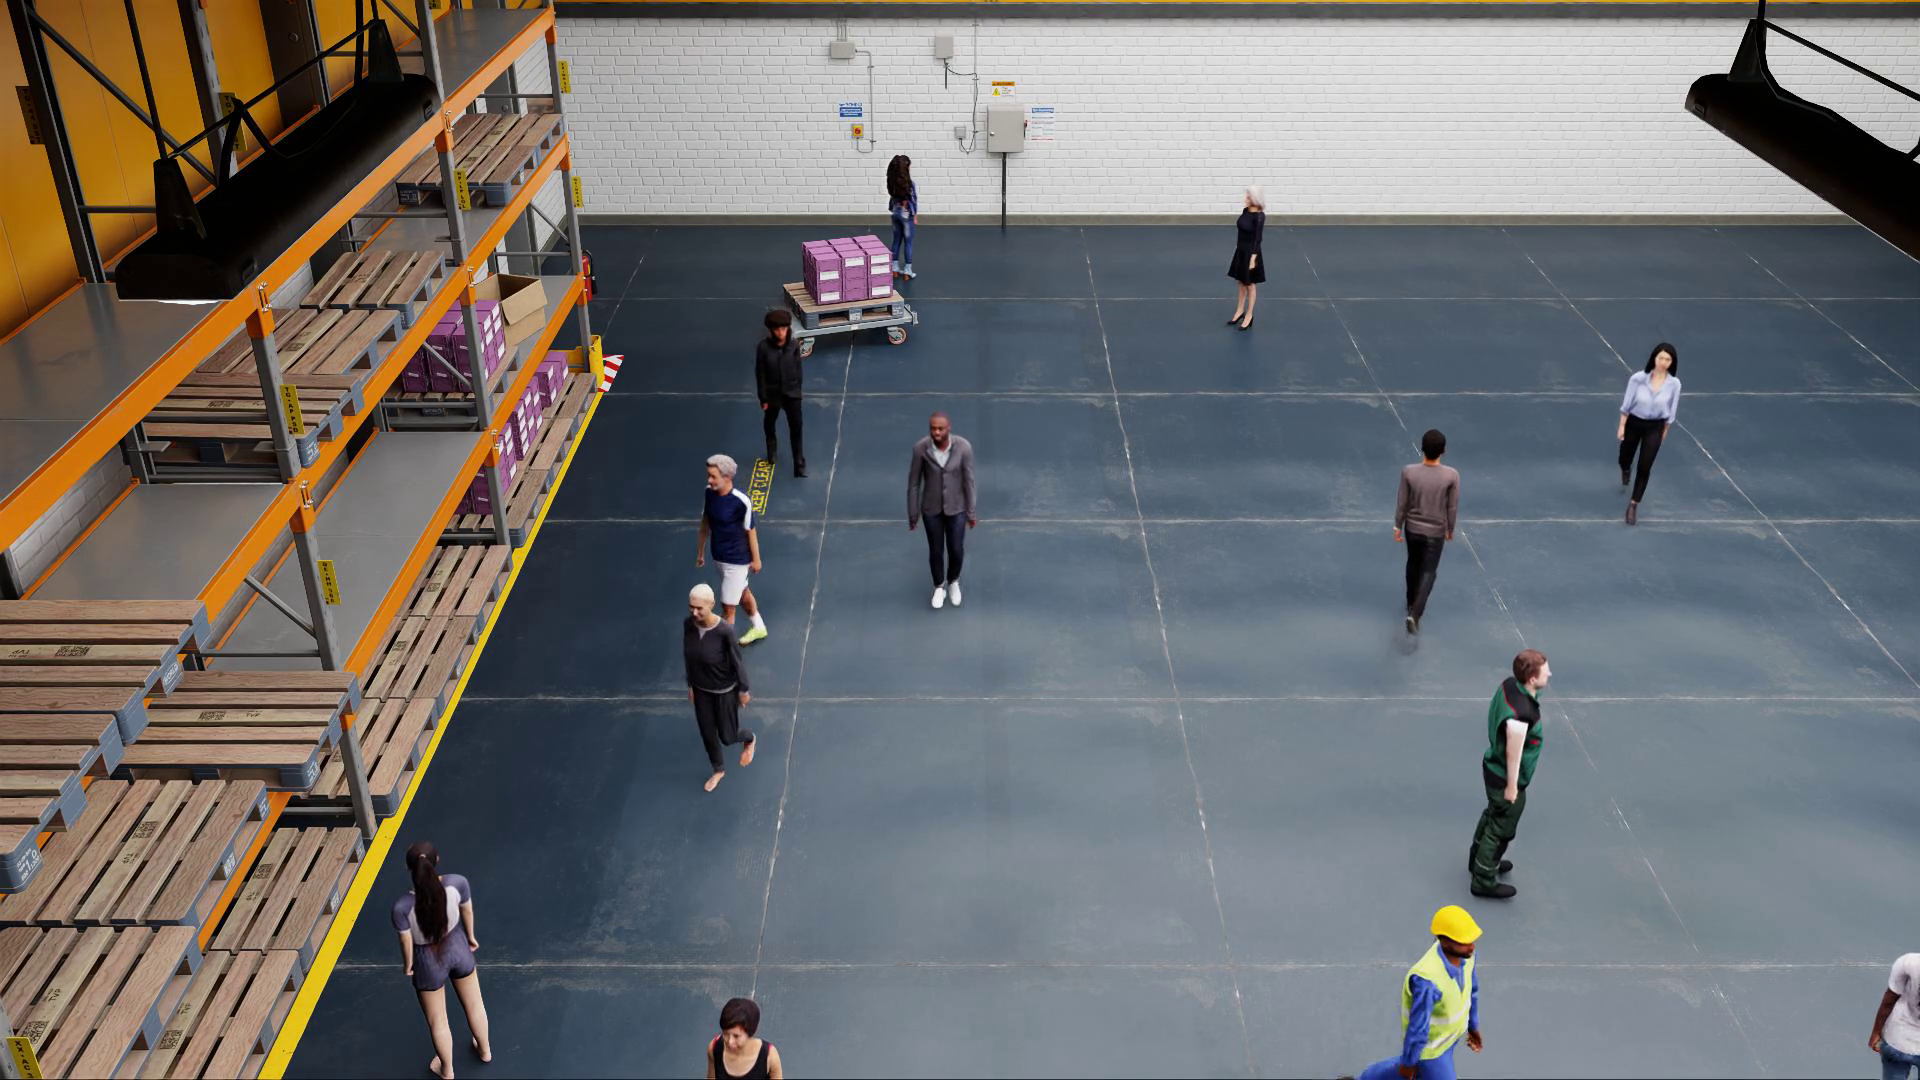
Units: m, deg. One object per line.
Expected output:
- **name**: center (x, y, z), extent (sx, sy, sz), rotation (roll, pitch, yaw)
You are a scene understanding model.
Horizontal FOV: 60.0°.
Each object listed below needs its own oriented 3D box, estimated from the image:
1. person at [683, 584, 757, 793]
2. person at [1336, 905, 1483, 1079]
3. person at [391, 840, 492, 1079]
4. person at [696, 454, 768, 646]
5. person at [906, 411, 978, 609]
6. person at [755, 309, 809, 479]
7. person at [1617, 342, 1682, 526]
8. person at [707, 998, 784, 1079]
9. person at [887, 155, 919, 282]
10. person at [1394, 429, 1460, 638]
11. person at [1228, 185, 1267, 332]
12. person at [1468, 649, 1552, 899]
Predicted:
- **person**: center (-1.710, 0.978, 11.868), extent (0.786, 1.702, 0.887), rotation (12, 31, 22)
- **person**: center (2.441, 2.599, 8.816), extent (1.181, 1.779, 1.209), rotation (19, 34, 31)
- **person**: center (-2.916, 2.362, 9.384), extent (0.674, 1.651, 0.714), rotation (-21, 35, -34)
- **person**: center (-1.767, 0.115, 13.354), extent (1.098, 1.794, 1.192), rotation (22, 36, 35)
- **person**: center (-0.129, -0.288, 14.080), extent (0.758, 1.805, 0.662), rotation (2, 29, 4)
- **person**: center (-1.784, -1.472, 16.356), extent (0.868, 1.704, 1.215), rotation (-9, 30, -15)
- **person**: center (6.391, -1.046, 15.560), extent (0.899, 1.719, 1.134), rotation (11, 30, 19)
- **person**: center (-1.073, 2.928, 8.449), extent (0.584, 1.552, 0.556), rotation (5, 29, 10)
- **person**: center (-0.726, -4.151, 21.355), extent (0.696, 1.621, 0.740), rotation (22, 35, 34)
- **person**: center (3.818, -0.041, 13.686), extent (0.921, 1.749, 1.147), rotation (8, 30, 14)
- **person**: center (3.422, -3.369, 19.788), extent (0.738, 1.748, 0.625), rotation (-11, 31, -20)
- **person**: center (3.554, 1.489, 10.787), extent (0.733, 1.841, 0.557), rotation (4, 29, 7)
